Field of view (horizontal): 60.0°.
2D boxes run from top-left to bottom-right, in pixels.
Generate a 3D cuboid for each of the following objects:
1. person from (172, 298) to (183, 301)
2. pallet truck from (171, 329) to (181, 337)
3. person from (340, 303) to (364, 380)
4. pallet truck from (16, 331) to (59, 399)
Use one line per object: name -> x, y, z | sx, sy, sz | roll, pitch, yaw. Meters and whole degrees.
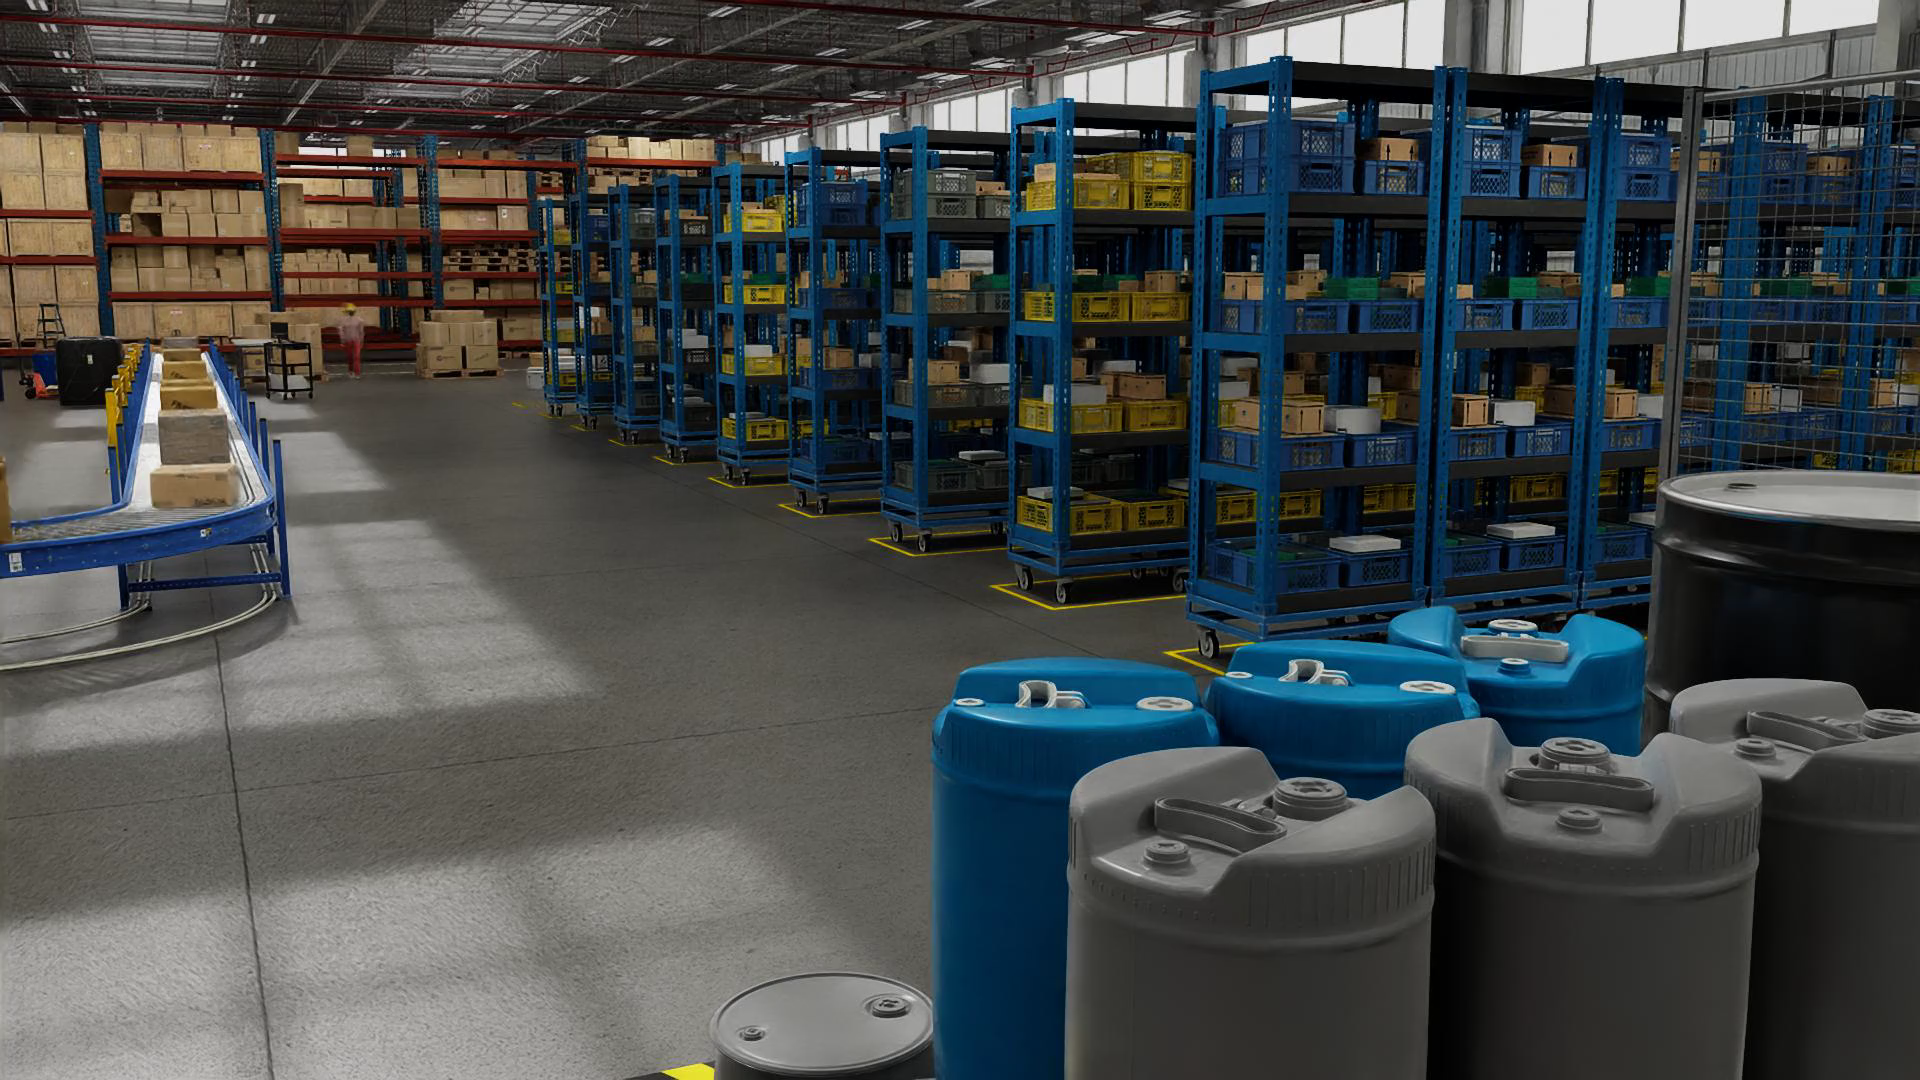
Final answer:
person -> -22.126, -6.058, 47.184 | 0.534, 1.751, 0.532 | -6, 11, -31
pallet truck -> -17.275, -3.851, 35.096 | 1.601, 1.201, 0.680 | 0, 9, 1
person -> -13.734, -4.506, 37.604 | 0.517, 1.731, 0.885 | -3, 10, -17
pallet truck -> -17.082, -3.353, 31.781 | 1.630, 1.274, 0.653 | -4, 10, -25
